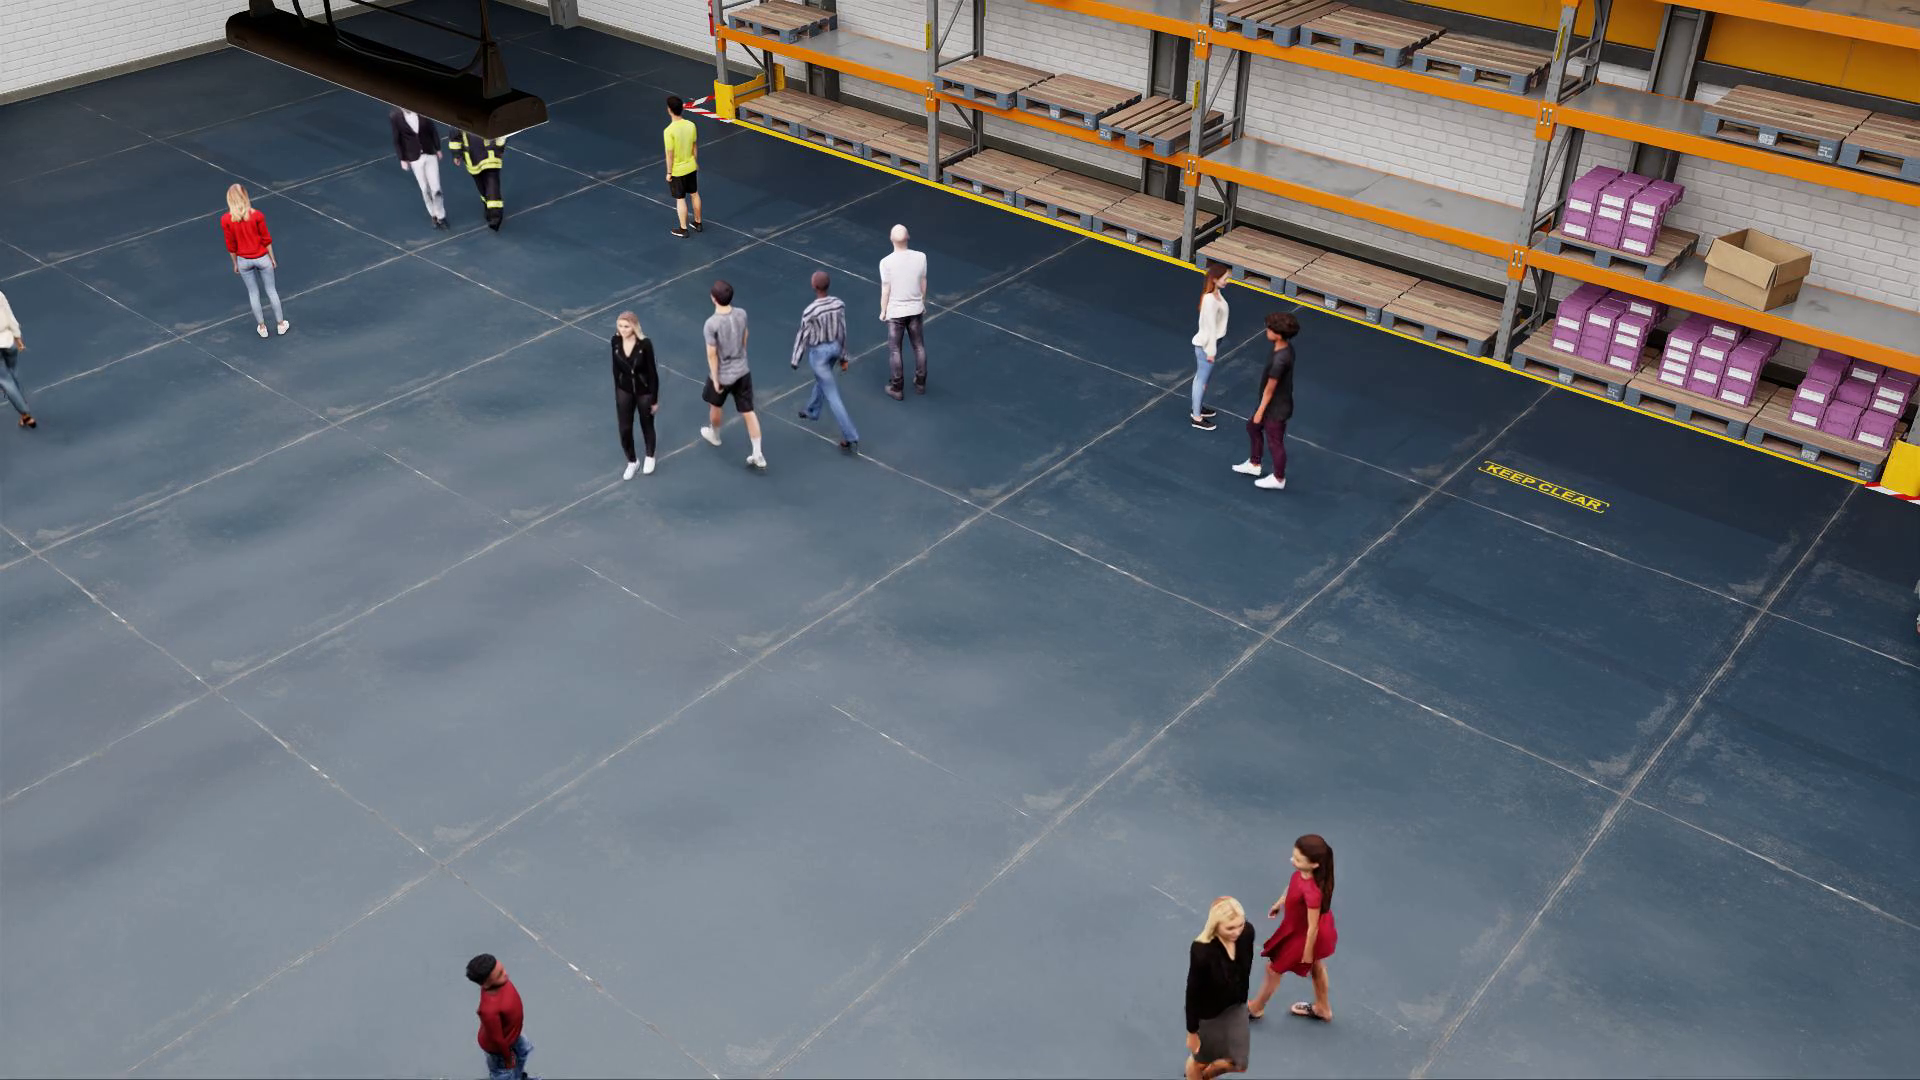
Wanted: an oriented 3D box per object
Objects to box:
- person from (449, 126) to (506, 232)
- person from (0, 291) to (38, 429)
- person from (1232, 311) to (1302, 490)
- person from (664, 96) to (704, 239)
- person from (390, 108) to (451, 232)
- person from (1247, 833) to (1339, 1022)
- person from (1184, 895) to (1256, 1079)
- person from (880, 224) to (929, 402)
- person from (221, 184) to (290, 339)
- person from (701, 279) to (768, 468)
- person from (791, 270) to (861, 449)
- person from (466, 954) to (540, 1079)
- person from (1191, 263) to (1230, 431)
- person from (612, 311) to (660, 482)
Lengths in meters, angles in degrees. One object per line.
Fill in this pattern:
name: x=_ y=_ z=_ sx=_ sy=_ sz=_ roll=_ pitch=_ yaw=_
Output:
person: x=-5.883 y=-4.795 z=20.406 sx=1.251 sy=1.874 sz=1.306 roll=-2 pitch=34 yaw=-3
person: x=-9.320 y=-1.839 z=16.159 sx=0.969 sy=1.652 sz=0.648 roll=22 pitch=39 yaw=29
person: x=2.954 y=-1.247 z=15.168 sx=0.871 sy=1.764 sz=0.799 roll=5 pitch=34 yaw=8
person: x=-3.365 y=-4.533 z=20.162 sx=0.515 sy=1.708 sz=0.632 roll=27 pitch=42 yaw=34
person: x=-6.594 y=-4.703 z=20.324 sx=0.832 sy=1.812 sz=0.871 roll=-12 pitch=35 yaw=-17
person: x=2.151 y=2.351 z=9.973 sx=0.982 sy=1.522 sz=0.809 roll=8 pitch=34 yaw=11
person: x=1.368 y=2.604 z=9.314 sx=0.735 sy=1.829 sz=0.761 roll=-20 pitch=38 yaw=-27
person: x=-0.562 y=-2.291 z=16.677 sx=0.739 sy=1.831 sz=0.728 roll=-15 pitch=36 yaw=-21
person: x=-7.587 y=-2.999 z=17.859 sx=0.691 sy=1.703 sz=0.693 roll=-11 pitch=35 yaw=-16
person: x=-2.076 y=-1.515 z=15.508 sx=0.855 sy=1.833 sz=1.259 roll=-22 pitch=40 yaw=-30
person: x=-1.222 y=-1.659 z=15.811 sx=1.178 sy=1.737 sz=0.654 roll=27 pitch=42 yaw=34
person: x=-2.687 y=2.825 z=9.508 sx=0.654 sy=1.248 sz=0.592 roll=-3 pitch=34 yaw=-5
person: x=2.415 y=-1.906 z=16.221 sx=0.712 sy=1.695 sz=0.702 roll=6 pitch=34 yaw=9
person: x=-2.968 y=-1.397 z=15.476 sx=0.760 sy=1.672 sz=0.826 roll=3 pitch=34 yaw=5
